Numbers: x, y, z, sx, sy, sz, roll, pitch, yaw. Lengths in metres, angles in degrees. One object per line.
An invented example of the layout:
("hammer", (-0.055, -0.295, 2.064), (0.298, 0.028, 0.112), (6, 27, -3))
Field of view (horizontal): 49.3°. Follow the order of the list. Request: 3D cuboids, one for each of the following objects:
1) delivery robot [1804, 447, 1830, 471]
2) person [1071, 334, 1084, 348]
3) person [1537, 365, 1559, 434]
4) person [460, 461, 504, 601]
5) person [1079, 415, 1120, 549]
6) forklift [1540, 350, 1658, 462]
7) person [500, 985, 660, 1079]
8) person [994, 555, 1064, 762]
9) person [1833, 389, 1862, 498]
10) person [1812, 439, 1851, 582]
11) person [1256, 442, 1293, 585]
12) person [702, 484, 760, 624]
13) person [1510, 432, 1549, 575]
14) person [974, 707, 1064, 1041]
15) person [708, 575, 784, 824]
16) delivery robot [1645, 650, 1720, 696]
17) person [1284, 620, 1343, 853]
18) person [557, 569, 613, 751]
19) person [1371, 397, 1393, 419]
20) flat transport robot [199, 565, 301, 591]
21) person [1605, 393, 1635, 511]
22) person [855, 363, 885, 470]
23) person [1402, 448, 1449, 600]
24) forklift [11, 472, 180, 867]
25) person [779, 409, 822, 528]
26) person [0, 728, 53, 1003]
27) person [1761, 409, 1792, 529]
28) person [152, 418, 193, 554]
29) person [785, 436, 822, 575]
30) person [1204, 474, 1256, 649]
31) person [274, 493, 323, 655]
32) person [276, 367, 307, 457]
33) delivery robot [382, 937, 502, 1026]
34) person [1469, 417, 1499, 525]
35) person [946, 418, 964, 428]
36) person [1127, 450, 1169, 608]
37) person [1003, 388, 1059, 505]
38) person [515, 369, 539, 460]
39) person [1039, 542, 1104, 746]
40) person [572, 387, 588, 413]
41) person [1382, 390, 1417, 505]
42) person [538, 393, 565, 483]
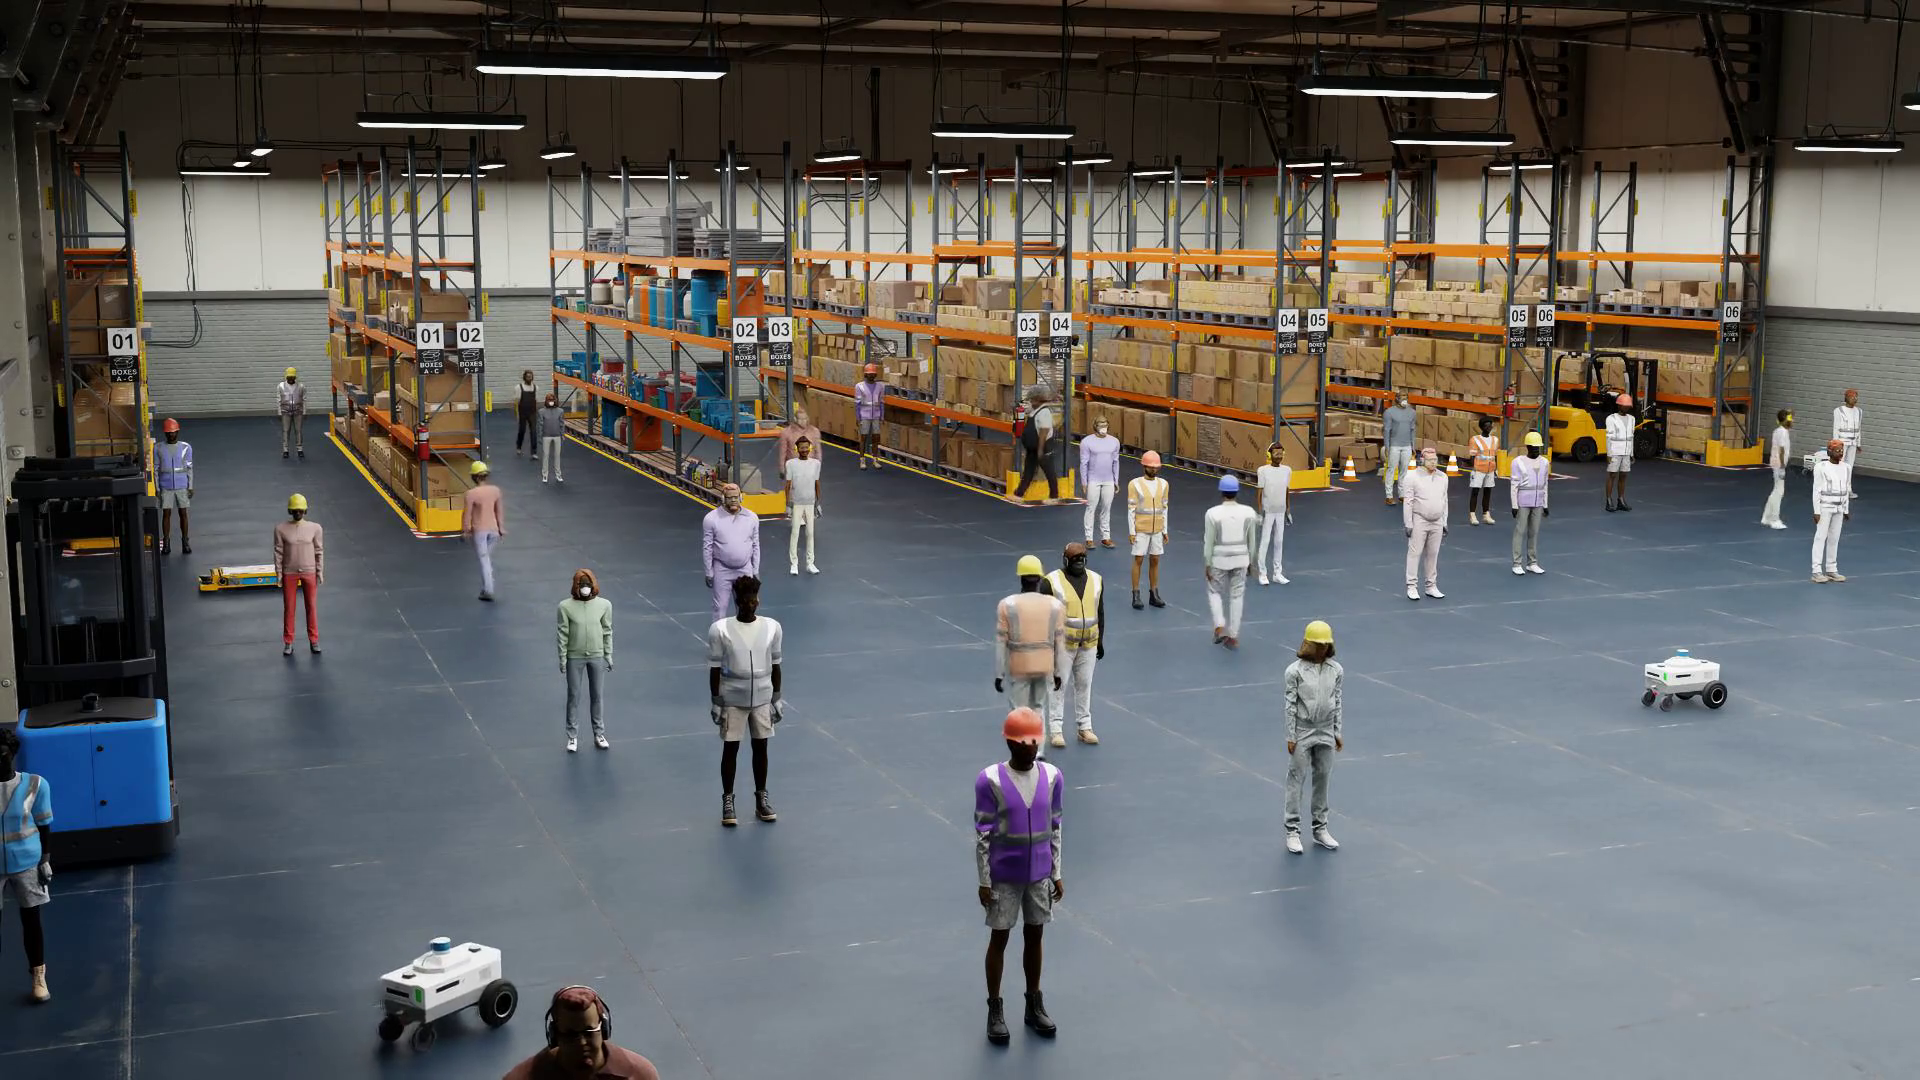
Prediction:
("delivery robot", (16.167, -1.491, 39.209), (0.707, 0.478, 0.477), (-3, 9, -21))
("person", (3.012, -4.507, 55.222), (0.627, 1.844, 0.429), (-3, 9, -21))
("person", (12.606, -2.919, 44.880), (0.525, 1.770, 0.306), (-3, 9, -21))
("person", (-6.026, -0.121, 26.251), (0.553, 1.745, 0.552), (7, 11, 39))
("person", (2.042, -0.845, 30.482), (0.632, 1.940, 0.372), (-3, 9, -21))
("forklift", (12.897, -2.725, 42.309), (2.313, 2.155, 1.214), (-3, 9, -21))
("person", (-1.400, 2.576, 7.778), (0.643, 1.908, 0.410), (-3, 9, -21))
("person", (0.594, 1.088, 17.708), (0.627, 1.903, 0.605), (-3, 9, -17))
("person", (15.280, -1.654, 36.062), (0.576, 1.883, 0.352), (-3, 9, -21))
("person", (11.497, -0.389, 27.624), (0.576, 1.884, 0.355), (-3, 9, -21))
("person", (4.121, -0.354, 27.434), (0.513, 1.872, 0.328), (-3, 9, -21))
("person", (-2.466, 0.336, 22.715), (0.643, 1.909, 0.410), (-3, 9, -21))
("person", (7.685, -0.501, 28.221), (0.587, 1.928, 0.363), (-3, 9, -21))
("person", (0.353, 1.912, 12.094), (0.545, 1.941, 0.351), (-3, 9, -21))
("person", (-1.678, 1.242, 16.473), (0.606, 1.967, 0.367), (-3, 9, -21))
("delivery robot", (7.063, 1.317, 20.489), (0.707, 0.478, 0.477), (-3, 9, -21))
("person", (2.662, 1.463, 15.735), (0.487, 1.745, 0.292), (-3, 9, -21))
("person", (-3.354, 1.064, 18.762), (0.500, 1.633, 0.286), (-3, 9, -21))
("person", (9.404, -3.296, 46.630), (0.612, 1.997, 0.376), (-3, 9, -21))
("flat transport robot", (-9.181, 0.476, 27.349), (1.431, 0.197, 0.652), (-3, 9, -21))
("person", (10.881, -1.446, 34.483), (0.545, 1.941, 0.351), (-3, 9, -21))
("person", (-1.725, -2.382, 40.379), (0.608, 2.044, 0.370), (-3, 9, -21))
("person", (5.879, -0.210, 26.355), (0.643, 1.909, 0.410), (-3, 9, -21))
("forklift", (-6.630, 0.886, 15.957), (1.129, 2.768, 1.873), (-3, 9, -21))
("person", (-2.453, -1.105, 32.511), (0.651, 1.851, 0.922), (-3, 9, -21))
("person", (-5.730, 1.958, 12.596), (0.535, 1.697, 0.318), (-3, 9, -21))
("person", (12.742, -1.111, 32.621), (0.369, 1.836, 0.653), (2, 9, 16))
("person", (-11.280, -0.779, 30.041), (0.545, 1.939, 0.354), (-3, 9, -21))
("person", (-2.110, -0.474, 28.241), (0.513, 1.870, 0.328), (-3, 9, -21))
("person", (2.990, 0.236, 23.266), (0.604, 1.935, 0.420), (-1, 9, -8))
("person", (-7.245, 0.367, 22.971), (0.525, 1.770, 0.306), (-3, 9, -21))
("person", (-13.570, -2.601, 42.535), (0.590, 1.835, 0.404), (-3, 9, -21))
("delivery robot", (-3.013, 2.561, 12.196), (0.477, 0.478, 0.707), (5, 10, 32))
("person", (8.232, -1.091, 32.921), (0.535, 1.699, 0.318), (-3, 9, -21))
("person", (-0.118, -3.543, 48.812), (0.590, 1.835, 0.404), (-3, 9, -21))
("person", (2.326, -0.138, 25.763), (0.545, 1.941, 0.351), (-3, 9, -21))
("person", (1.229, -1.575, 35.151), (0.995, 2.000, 0.709), (-2, 9, -16))
("person", (-8.742, -2.543, 42.204), (0.524, 1.823, 0.726), (-4, 10, -27))
("person", (1.032, 0.934, 18.943), (0.627, 1.844, 0.429), (-3, 9, -21))
("person", (-9.018, -3.596, 49.947), (0.781, 1.601, 0.497), (-6, 11, -37))
("person", (7.409, -1.563, 35.270), (0.632, 1.940, 0.372), (-3, 9, -21))
("person", (-7.484, -1.878, 38.377), (0.500, 1.633, 0.286), (-3, 9, -21))
